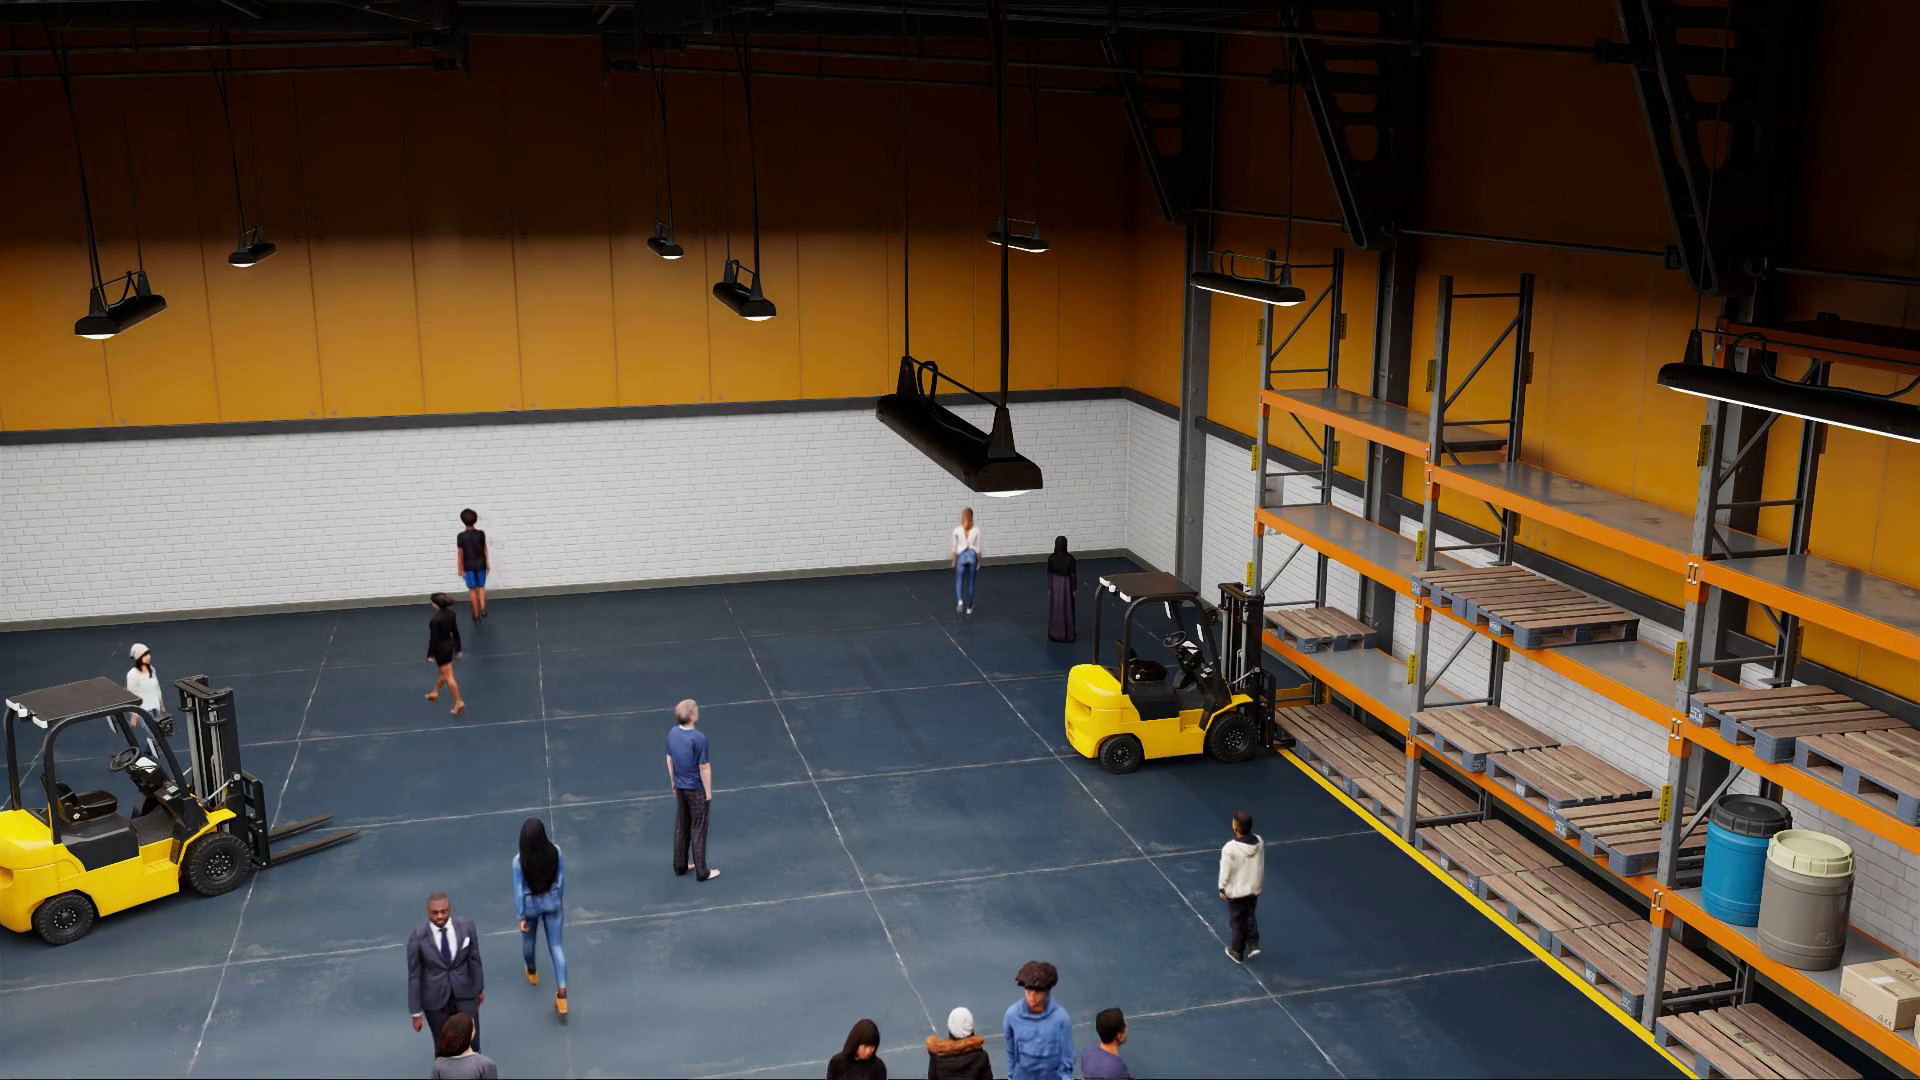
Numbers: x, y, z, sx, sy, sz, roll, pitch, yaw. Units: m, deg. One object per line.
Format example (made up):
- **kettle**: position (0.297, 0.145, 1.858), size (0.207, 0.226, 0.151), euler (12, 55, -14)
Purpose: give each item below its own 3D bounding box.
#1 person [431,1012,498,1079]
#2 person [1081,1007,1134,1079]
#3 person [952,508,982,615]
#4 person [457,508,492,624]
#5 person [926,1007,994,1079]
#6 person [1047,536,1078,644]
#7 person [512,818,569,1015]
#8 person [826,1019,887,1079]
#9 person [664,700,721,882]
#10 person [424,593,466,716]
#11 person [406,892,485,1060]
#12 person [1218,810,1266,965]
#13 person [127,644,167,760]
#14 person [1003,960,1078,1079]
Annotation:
- **person**: position (-3.254, 3.951, 11.034), size (0.669, 1.768, 0.621), euler (1, 14, 2)
- **person**: position (0.925, 3.952, 11.012), size (0.864, 1.776, 0.921), euler (-8, 16, -30)
- **person**: position (0.105, 0.356, 26.002), size (0.737, 1.711, 0.864), euler (1, 14, 2)
- **person**: position (-7.453, 0.415, 25.591), size (0.703, 1.789, 0.702), euler (-7, 15, -28)
- **person**: position (-0.025, 3.971, 11.279), size (0.883, 1.614, 1.005), euler (4, 14, 14)
- **person**: position (1.510, 0.712, 24.736), size (0.704, 1.614, 0.743), euler (4, 14, 17)
- **person**: position (-3.540, 3.235, 14.216), size (0.787, 1.662, 1.256), euler (-7, 15, -26)
- **person**: position (-0.689, 3.963, 11.375), size (0.966, 1.585, 1.165), euler (4, 14, 17)
- **person**: position (-2.716, 2.509, 16.774), size (0.720, 1.870, 0.786), euler (8, 16, 30)
- **person**: position (-6.604, 1.501, 21.505), size (1.009, 1.603, 1.011), euler (6, 15, 24)
- **person**: position (-3.946, 3.506, 12.792), size (0.809, 1.806, 0.881), euler (-6, 15, -24)
- **person**: position (2.590, 3.156, 14.996), size (0.637, 1.450, 0.651), euler (-5, 15, -21)
- **person**: position (-9.552, 1.993, 19.397), size (0.744, 1.639, 0.670), euler (2, 14, 10)
- **person**: position (0.594, 3.770, 11.751), size (0.992, 1.783, 1.205), euler (3, 14, 11)
